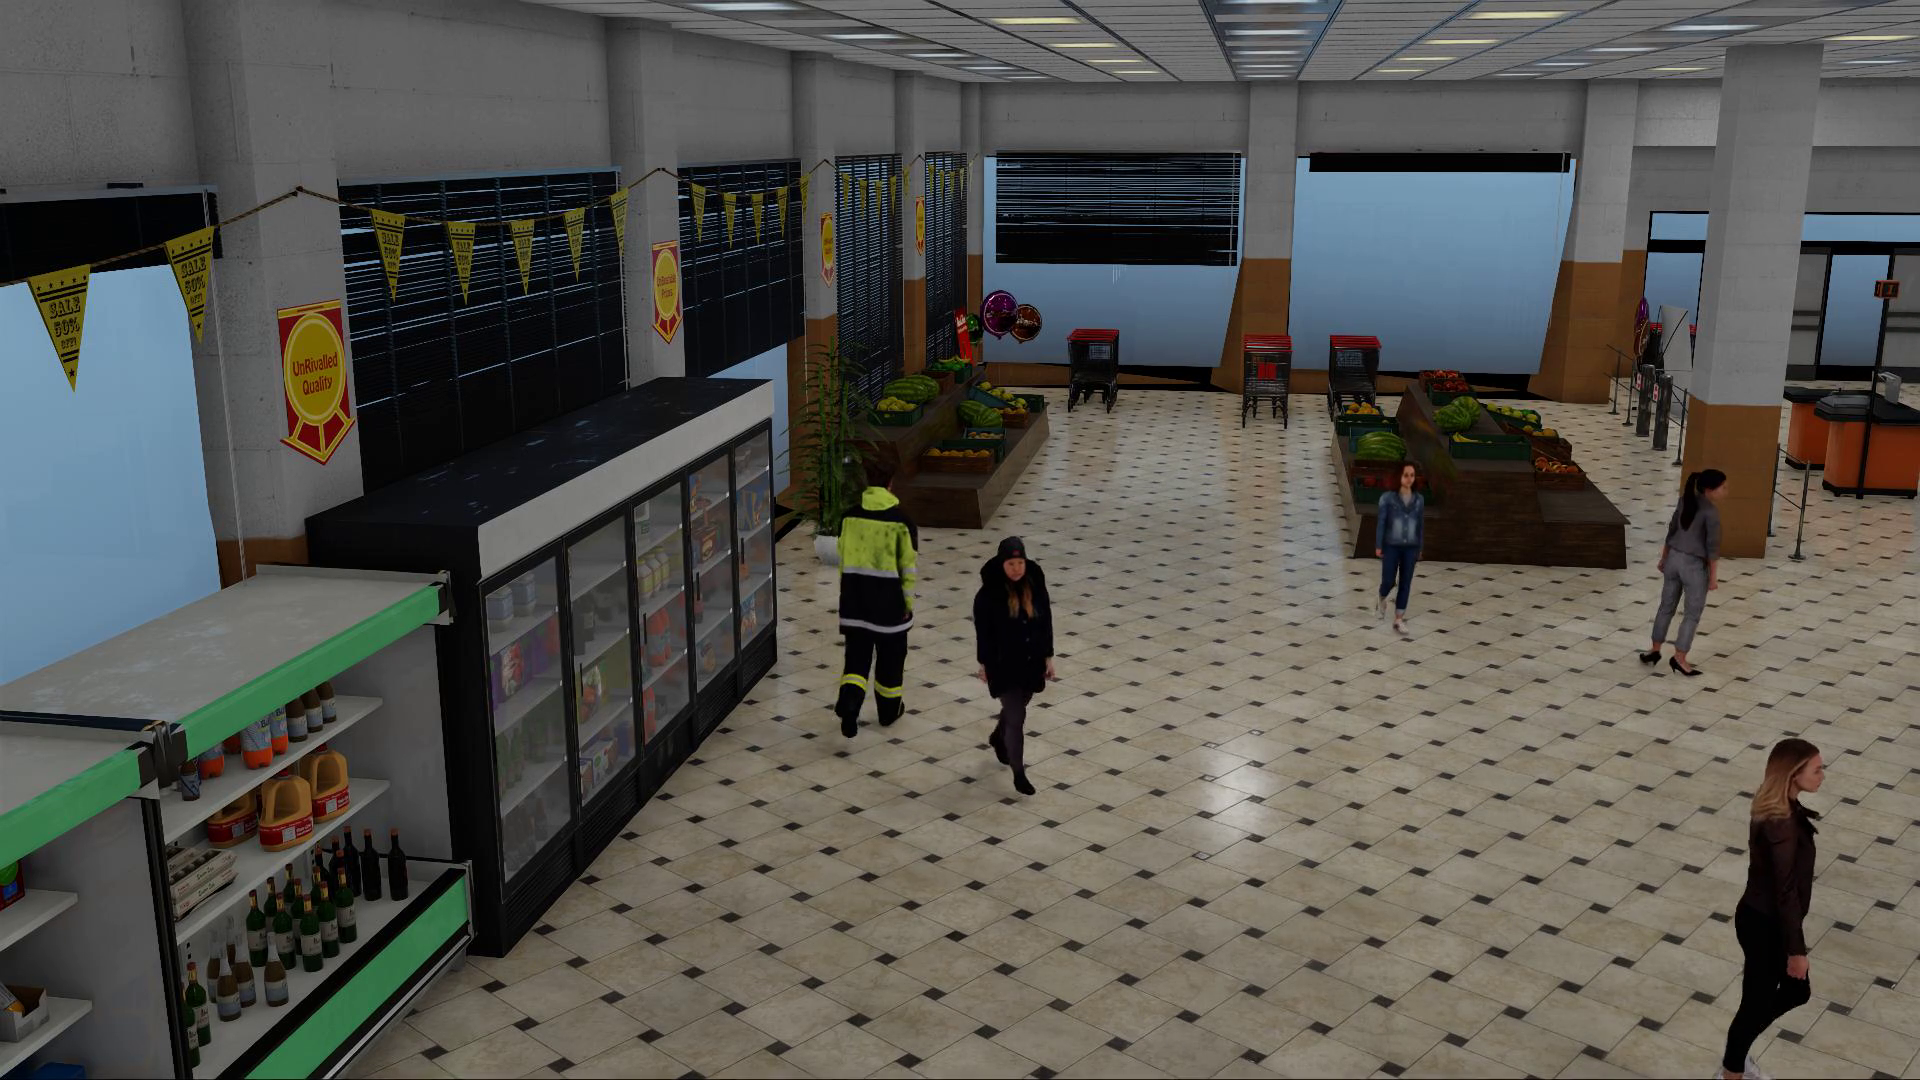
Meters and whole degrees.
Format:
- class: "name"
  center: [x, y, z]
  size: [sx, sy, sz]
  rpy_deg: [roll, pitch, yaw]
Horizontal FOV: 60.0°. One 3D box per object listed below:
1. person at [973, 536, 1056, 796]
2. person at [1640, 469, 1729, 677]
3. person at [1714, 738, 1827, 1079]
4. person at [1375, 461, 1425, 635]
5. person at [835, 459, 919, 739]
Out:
- class: "person"
  center: [0.332, 0.781, 10.846]
  size: [1.032, 1.642, 1.181]
  rpy_deg: [-6, 15, -24]
- class: "person"
  center: [5.658, 0.233, 13.080]
  size: [0.892, 1.654, 0.723]
  rpy_deg: [-8, 16, -30]
- class: "person"
  center: [3.397, 1.650, 7.159]
  size: [0.746, 1.692, 0.617]
  rpy_deg: [7, 15, 28]
- class: "person"
  center: [3.741, 0.045, 14.245]
  size: [0.681, 1.470, 0.786]
  rpy_deg: [-1, 14, -5]
- class: "person"
  center: [-0.627, 0.429, 11.623]
  size: [0.834, 1.959, 1.144]
  rpy_deg: [4, 14, 16]
